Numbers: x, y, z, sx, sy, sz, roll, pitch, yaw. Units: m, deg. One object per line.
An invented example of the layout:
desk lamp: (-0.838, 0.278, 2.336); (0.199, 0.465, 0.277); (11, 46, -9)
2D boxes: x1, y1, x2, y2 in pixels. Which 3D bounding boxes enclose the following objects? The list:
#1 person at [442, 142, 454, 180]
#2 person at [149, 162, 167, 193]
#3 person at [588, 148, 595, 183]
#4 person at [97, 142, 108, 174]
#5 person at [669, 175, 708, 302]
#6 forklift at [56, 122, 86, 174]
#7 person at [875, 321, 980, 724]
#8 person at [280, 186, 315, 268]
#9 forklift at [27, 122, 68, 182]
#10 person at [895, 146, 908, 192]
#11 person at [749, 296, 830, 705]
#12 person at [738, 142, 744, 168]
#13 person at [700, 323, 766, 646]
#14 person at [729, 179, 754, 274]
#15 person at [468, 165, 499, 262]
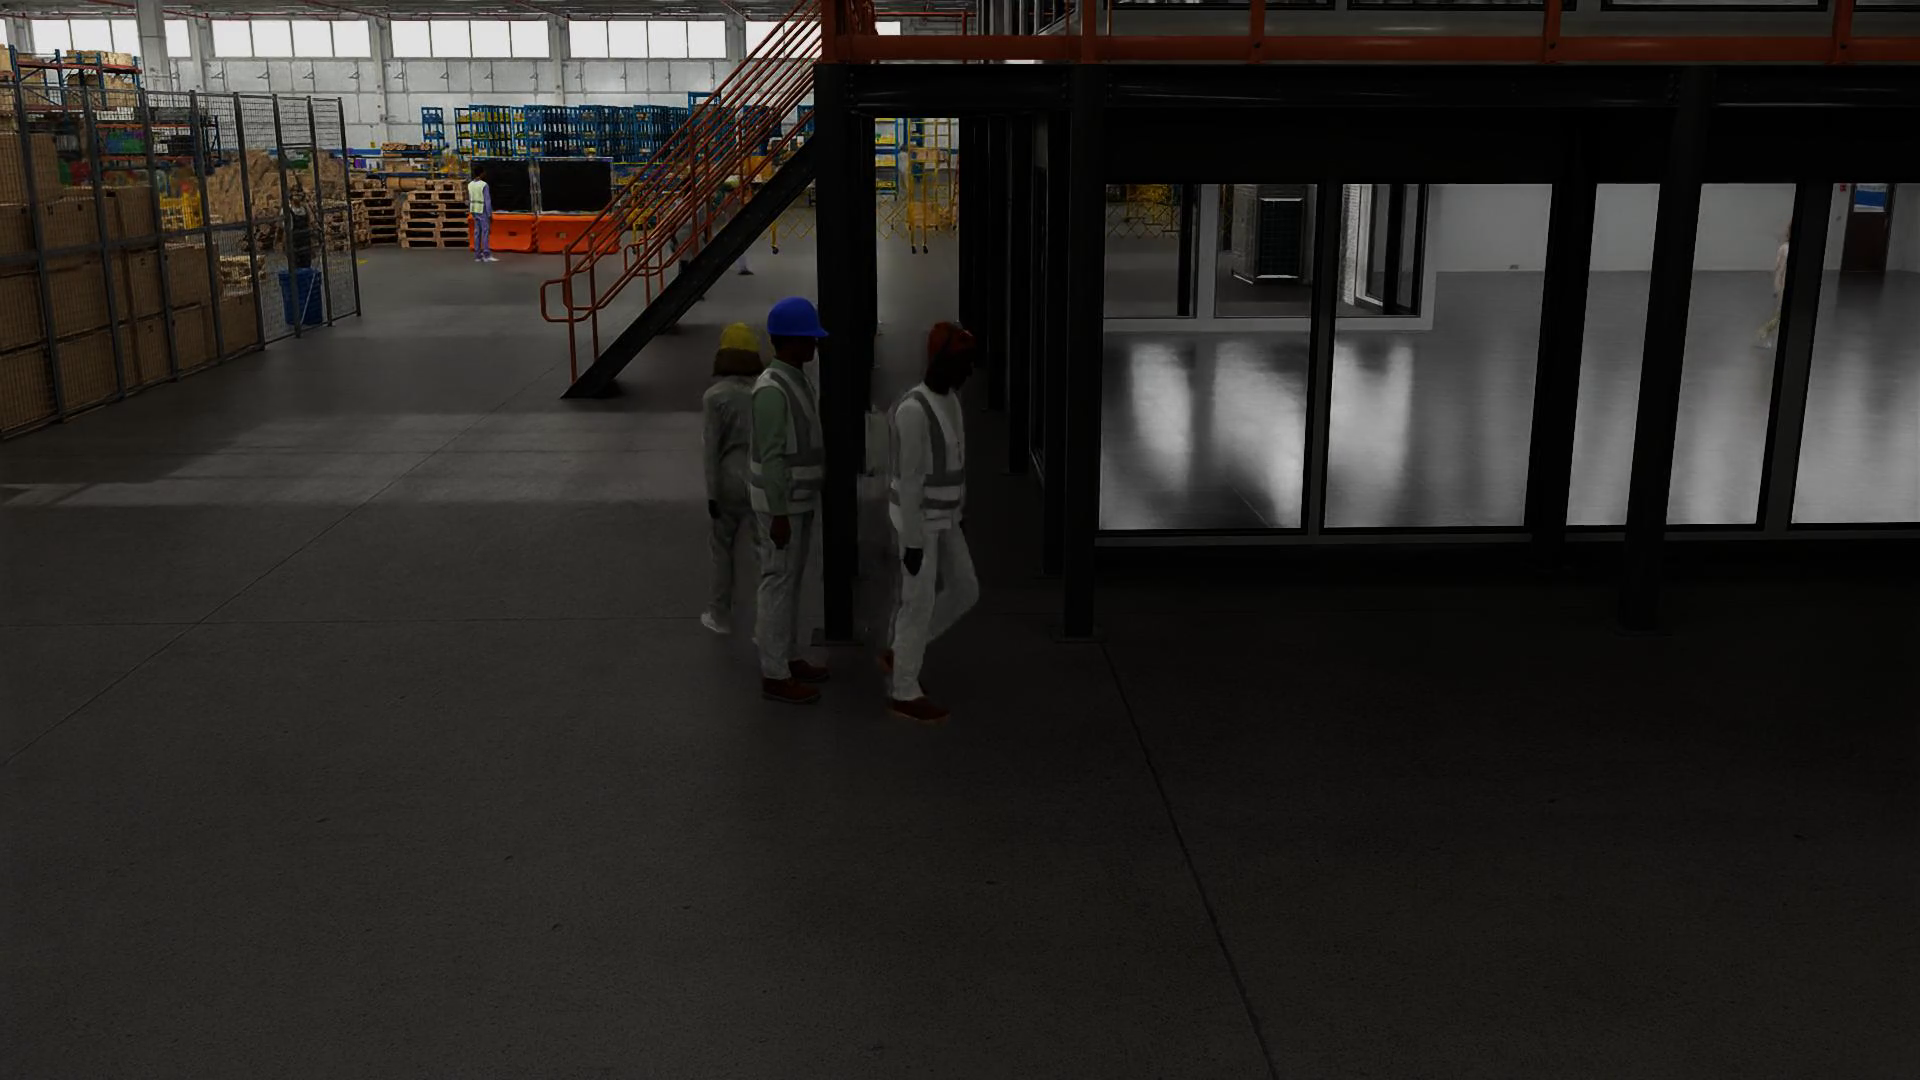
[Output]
person: (-23.963, -17.680, 77.936); (0.608, 1.933, 0.449); (-5, 15, -19)
person: (-24.677, -10.844, 51.290); (0.540, 1.606, 0.623); (-3, 14, -10)
person: (-15.428, -15.550, 69.743); (0.322, 1.769, 0.523); (-1, 14, -3)
person: (-38.780, -17.053, 75.394); (1.029, 1.934, 0.641); (-9, 17, -33)
person: (-4.226, -4.699, 25.969); (0.611, 1.964, 0.362); (-3, 14, -13)
forklift: (-37.795, -16.372, 70.771); (1.129, 2.768, 1.873); (-1, 14, -2)
person: (-0.133, -0.078, 7.704); (0.436, 1.864, 0.693); (5, 15, 19)
person: (-9.862, -4.354, 24.840); (0.325, 1.841, 0.517); (7, 16, 26)
forklift: (-35.376, -14.773, 64.377); (1.129, 2.768, 1.873); (-1, 14, -2)
person: (-2.415, -15.178, 68.064); (0.659, 1.859, 0.974); (-11, 18, -37)
person: (-0.812, -0.196, 8.006); (0.406, 1.947, 0.607); (2, 14, 7)
person: (-11.220, -19.714, 86.250); (0.586, 1.835, 0.403); (-4, 15, -15)
person: (-1.168, -0.298, 8.873); (0.496, 1.716, 0.743); (-6, 15, -24)
person: (-4.175, -5.764, 30.645); (0.649, 1.742, 0.526); (2, 14, 7)
person: (-9.686, -6.598, 33.649); (0.590, 1.922, 0.391); (10, 17, 34)
